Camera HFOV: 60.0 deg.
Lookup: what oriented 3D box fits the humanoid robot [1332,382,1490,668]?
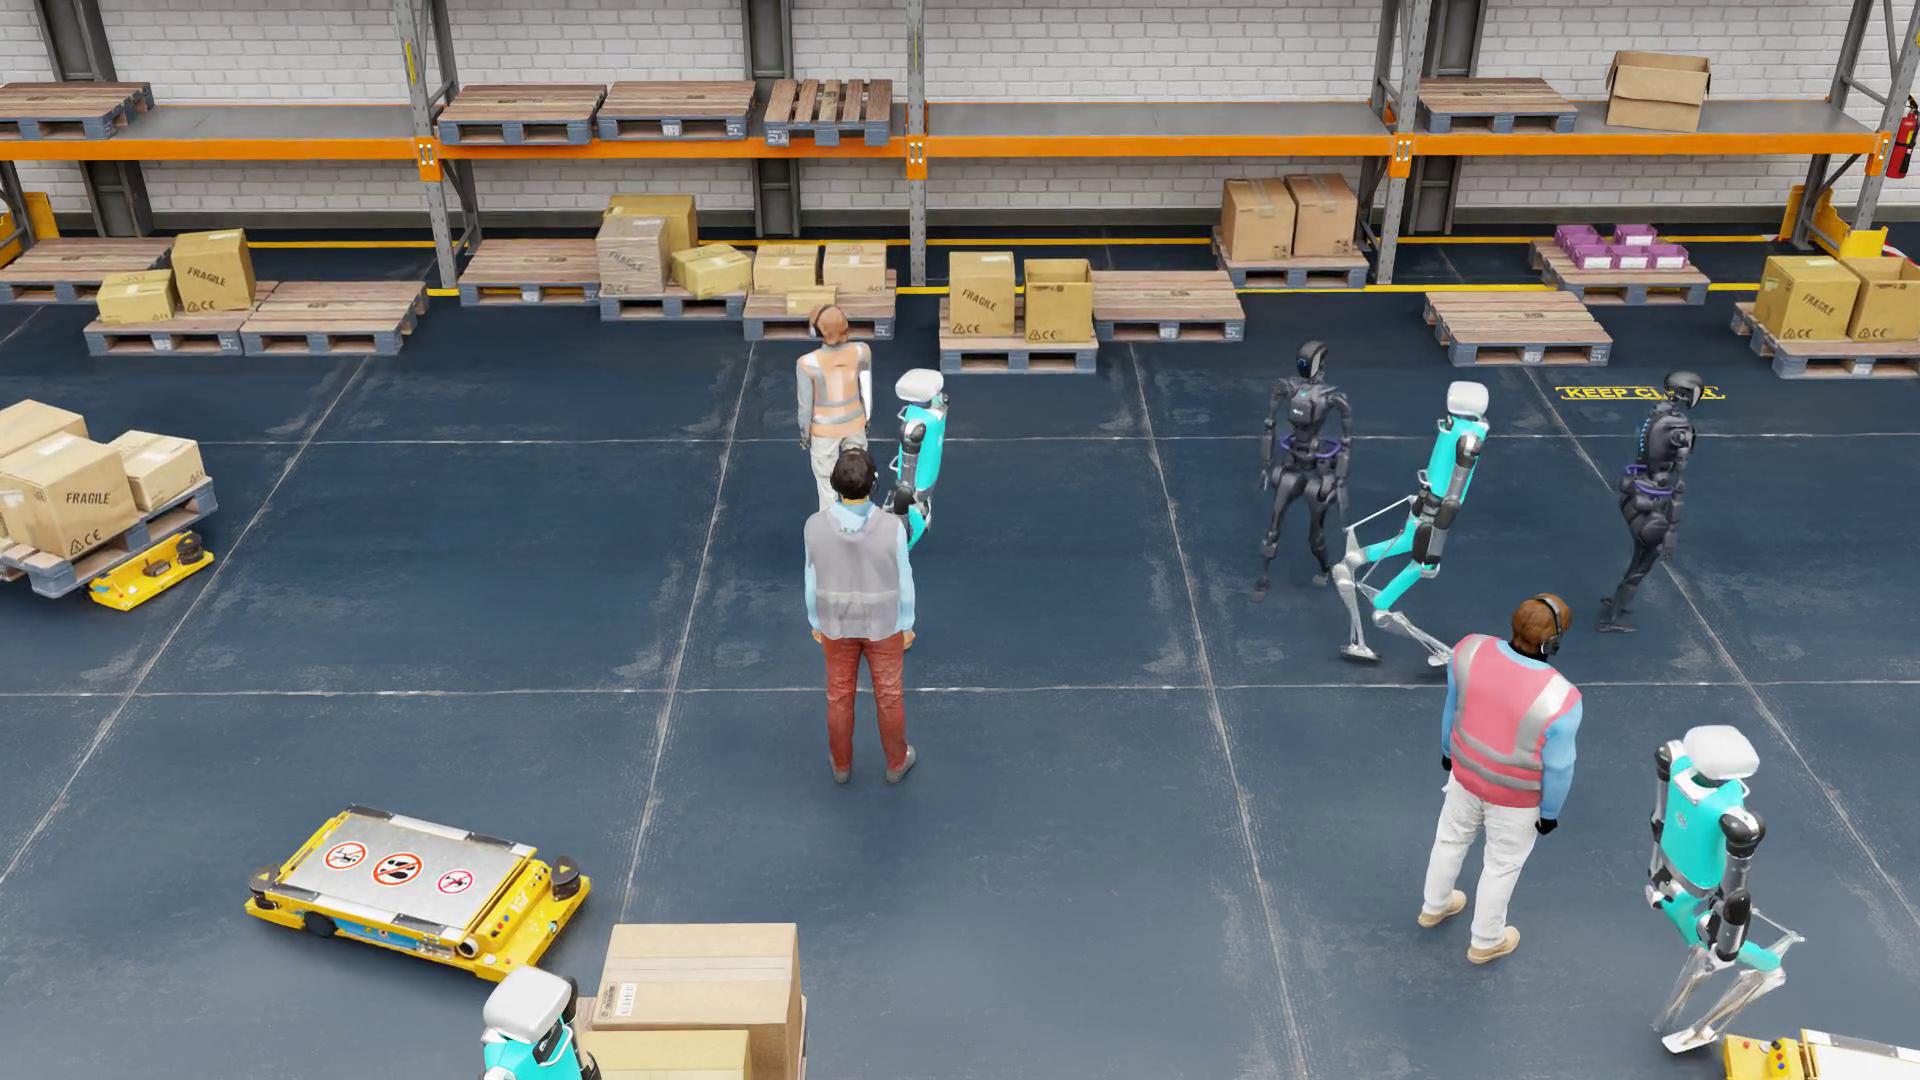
[{"bbox_3d":[2.407,-0.056,9.056,0.932,1.721,0.545,4,31,6],"label":"humanoid robot"}]

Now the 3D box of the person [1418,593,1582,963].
[{"bbox_3d":[2.345,1.021,7.199,0.431,1.836,0.629,-22,38,-32],"label":"person"}]

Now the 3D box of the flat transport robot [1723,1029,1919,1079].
[{"bbox_3d":[3.814,2.327,6.537,1.431,0.231,0.659,8,32,13],"label":"flat transport robot"}]

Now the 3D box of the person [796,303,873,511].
[{"bbox_3d":[-0.755,-0.680,10.212,0.511,1.638,0.305,-17,35,-27],"label":"person"}]

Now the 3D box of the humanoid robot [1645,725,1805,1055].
[{"bbox_3d":[3.047,1.472,6.608,0.796,1.837,0.545,-8,32,-13],"label":"humanoid robot"}]

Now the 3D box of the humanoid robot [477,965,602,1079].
[{"bbox_3d":[-1.093,2.084,5.386,0.735,1.677,0.533,7,32,11],"label":"humanoid robot"}]

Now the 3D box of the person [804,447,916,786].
[{"bbox_3d":[-0.485,0.415,8.156,0.533,1.881,0.413,2,31,3],"label":"person"}]

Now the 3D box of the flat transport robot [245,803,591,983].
[{"bbox_3d":[-2.514,1.621,7.712,1.431,0.231,0.659,10,32,16],"label":"flat transport robot"}]

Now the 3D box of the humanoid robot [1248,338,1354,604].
[{"bbox_3d":[2.034,-0.389,9.736,0.608,1.652,0.603,21,37,31],"label":"humanoid robot"}]

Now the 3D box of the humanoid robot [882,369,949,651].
[{"bbox_3d":[-0.424,-0.077,9.219,0.728,1.902,0.542,9,32,14],"label":"humanoid robot"}]

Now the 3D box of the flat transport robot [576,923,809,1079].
[{"bbox_3d":[-1.121,2.429,6.367,1.431,0.231,0.659,0,31,-1],"label":"flat transport robot"}]

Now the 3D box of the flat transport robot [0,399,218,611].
[{"bbox_3d":[-5.414,0.046,10.335,1.431,0.231,0.659,15,34,23],"label":"flat transport robot"}]

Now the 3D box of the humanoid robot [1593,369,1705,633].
[{"bbox_3d":[3.906,-0.201,9.380,0.427,1.644,0.612,0,31,0],"label":"humanoid robot"}]
